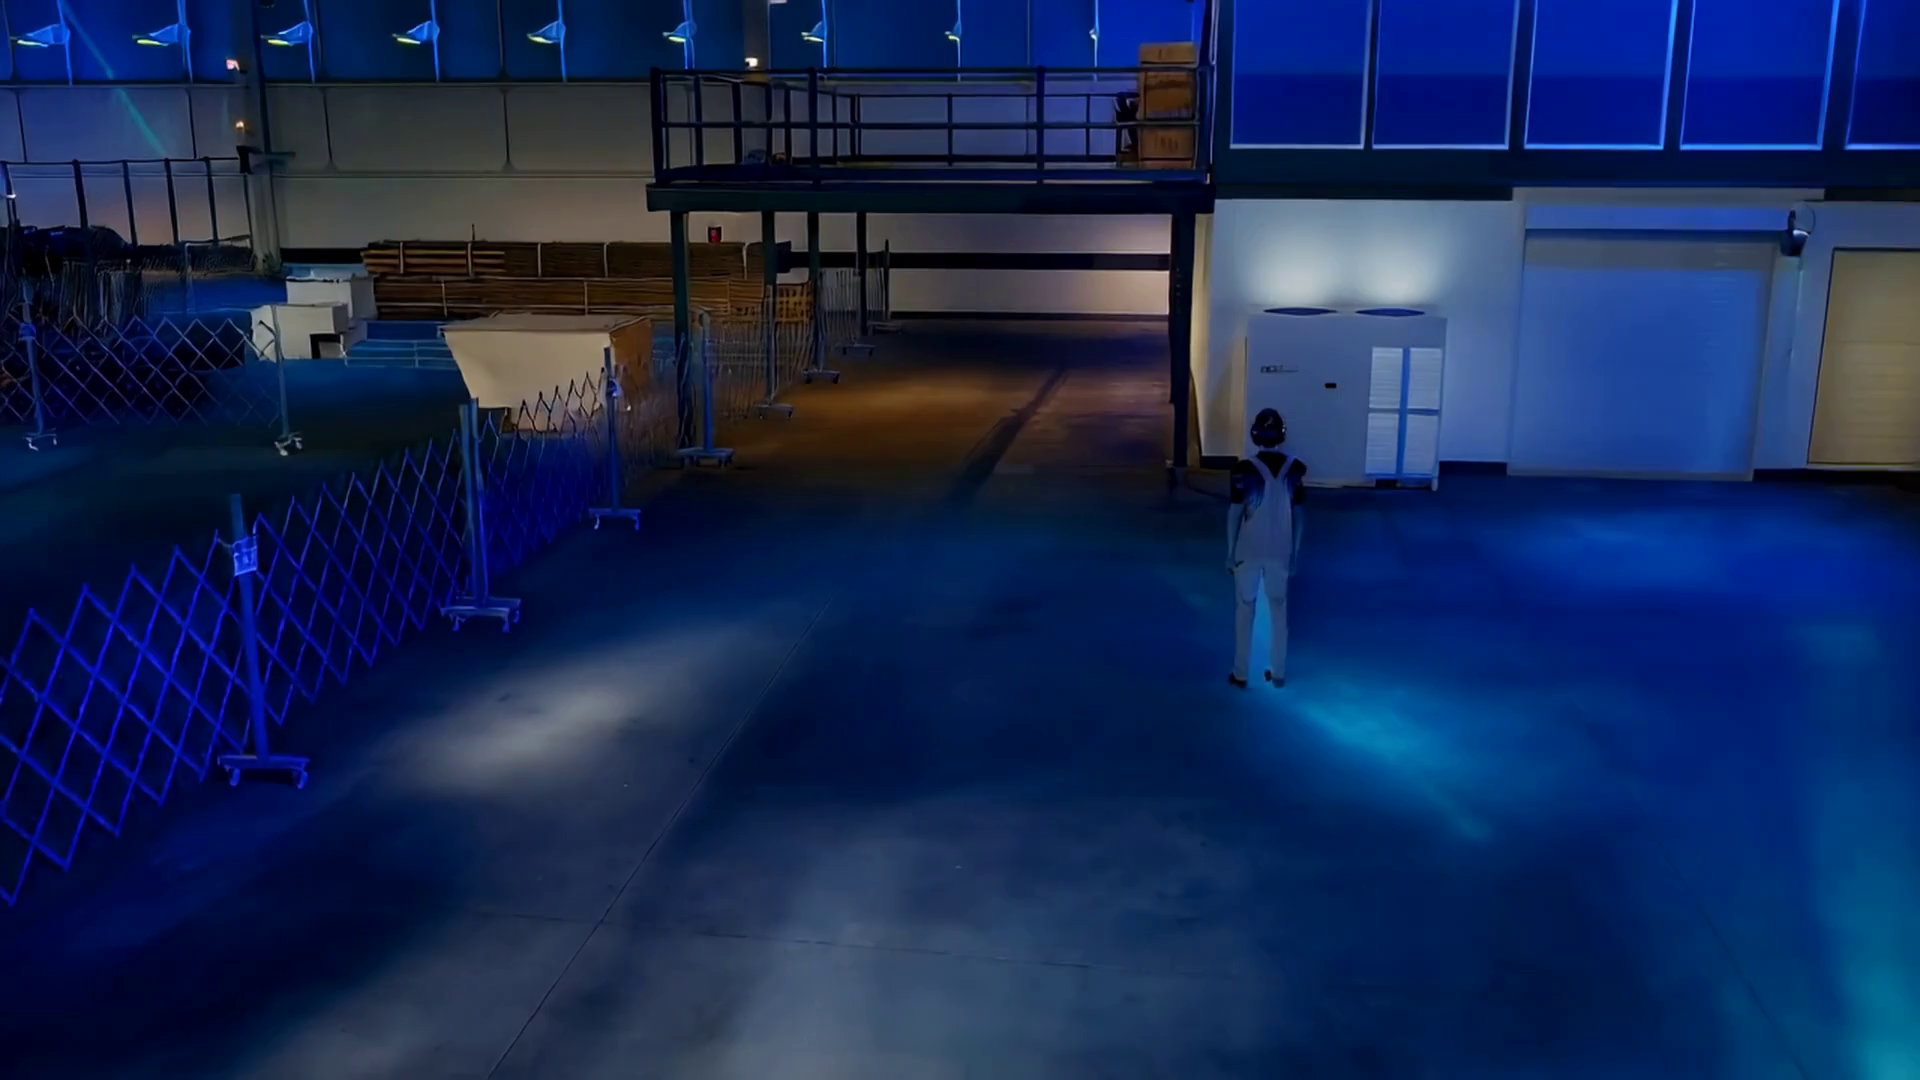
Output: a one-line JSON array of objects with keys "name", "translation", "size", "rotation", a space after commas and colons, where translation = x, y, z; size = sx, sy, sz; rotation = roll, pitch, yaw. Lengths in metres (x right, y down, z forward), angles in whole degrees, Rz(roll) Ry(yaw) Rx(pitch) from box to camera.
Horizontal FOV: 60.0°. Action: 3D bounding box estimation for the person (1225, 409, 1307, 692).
[{"name": "person", "translation": [1.952, 0.074, 10.674], "size": [0.501, 1.839, 0.341], "rotation": [-3, 14, -10]}]
